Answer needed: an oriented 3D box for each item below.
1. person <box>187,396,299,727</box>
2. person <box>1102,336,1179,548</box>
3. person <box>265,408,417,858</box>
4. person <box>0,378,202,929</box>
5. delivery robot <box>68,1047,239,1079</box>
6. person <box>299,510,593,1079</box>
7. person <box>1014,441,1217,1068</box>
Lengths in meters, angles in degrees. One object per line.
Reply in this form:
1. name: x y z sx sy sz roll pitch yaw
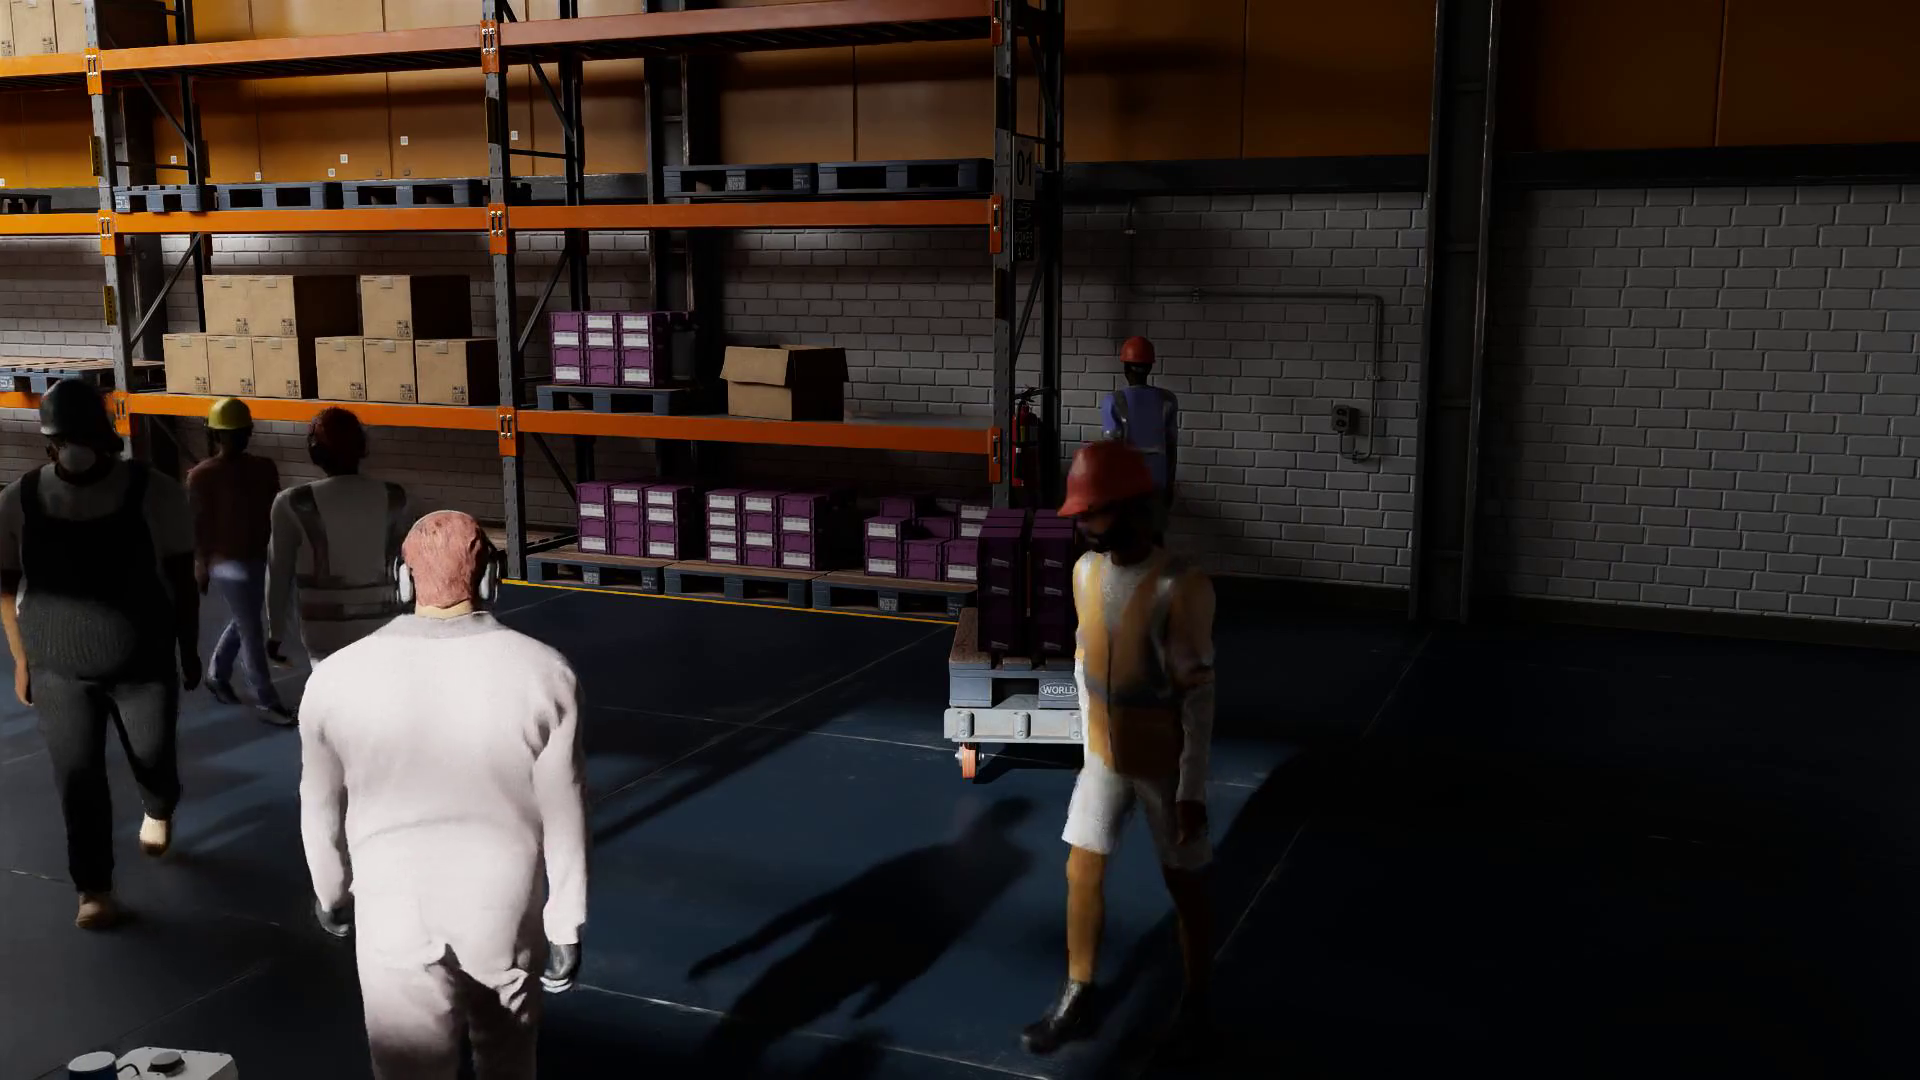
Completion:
1. person: -3.846 0.091 8.844 0.871 1.730 0.521 5 11 26
2. person: 1.178 -0.385 11.082 0.542 1.939 0.362 -3 10 -17
3. person: -2.547 0.371 6.867 0.572 1.831 0.955 -8 12 -40
4. person: -3.254 0.360 6.315 0.686 2.000 0.847 -4 10 -22
5. delivery robot: -2.028 1.454 3.926 0.477 0.478 0.707 2 10 10
6. person: -1.209 0.853 3.941 0.666 1.837 1.013 -2 10 -12
7. person: 0.517 0.661 4.979 0.627 1.898 0.603 -9 13 -43
